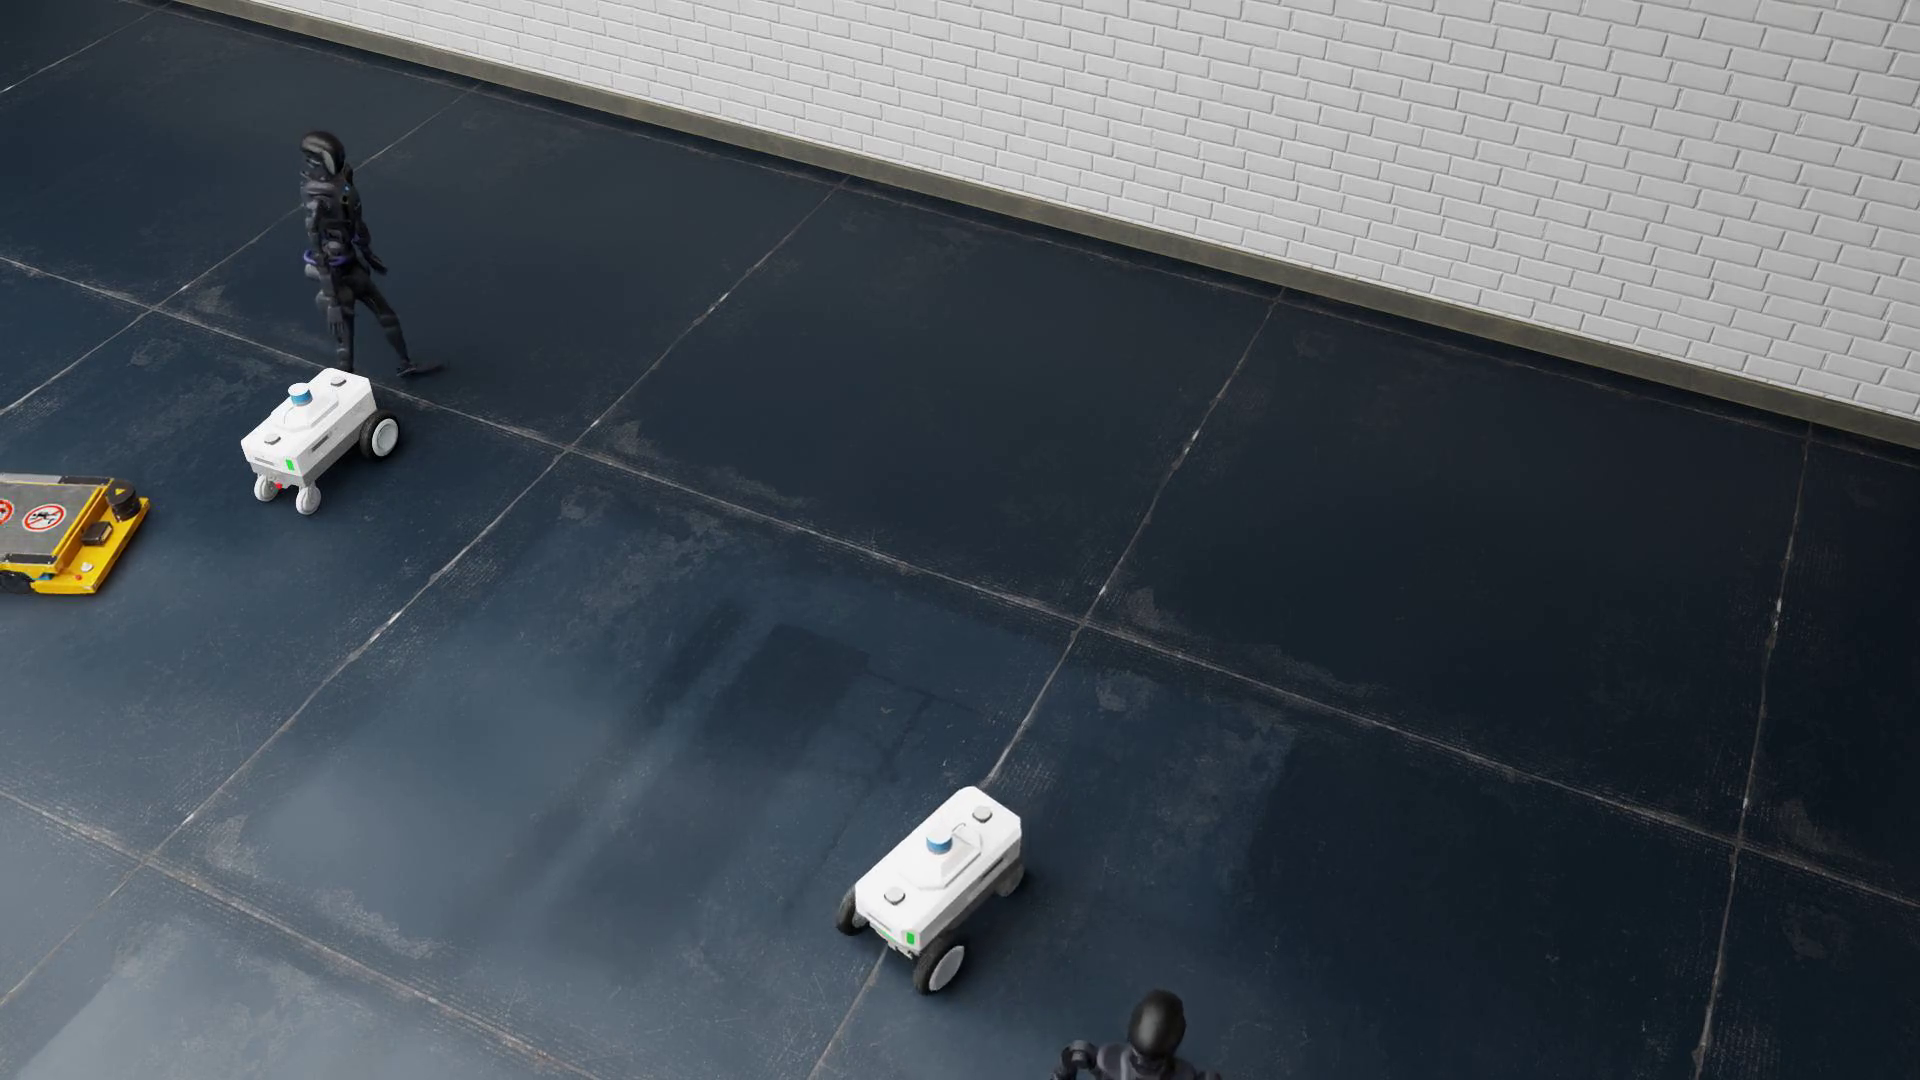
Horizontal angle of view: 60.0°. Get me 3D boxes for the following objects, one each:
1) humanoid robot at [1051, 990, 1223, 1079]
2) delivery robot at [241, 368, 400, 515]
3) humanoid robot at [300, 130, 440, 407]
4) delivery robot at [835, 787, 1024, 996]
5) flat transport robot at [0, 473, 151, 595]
[{"bbox_3d":[0.511,1.898,5.179,0.608,1.652,0.389,9,44,9],"label":"humanoid robot"},{"bbox_3d":[-3.347,-0.560,8.655,0.499,0.603,0.794,16,45,17],"label":"delivery robot"},{"bbox_3d":[-3.231,-1.404,8.744,0.485,1.635,0.607,2,43,2],"label":"humanoid robot"},{"bbox_3d":[-0.096,1.359,6.587,0.499,0.606,0.796,31,51,29],"label":"delivery robot"},{"bbox_3d":[-4.889,-0.043,8.301,1.431,0.231,0.659,3,43,3],"label":"flat transport robot"}]
